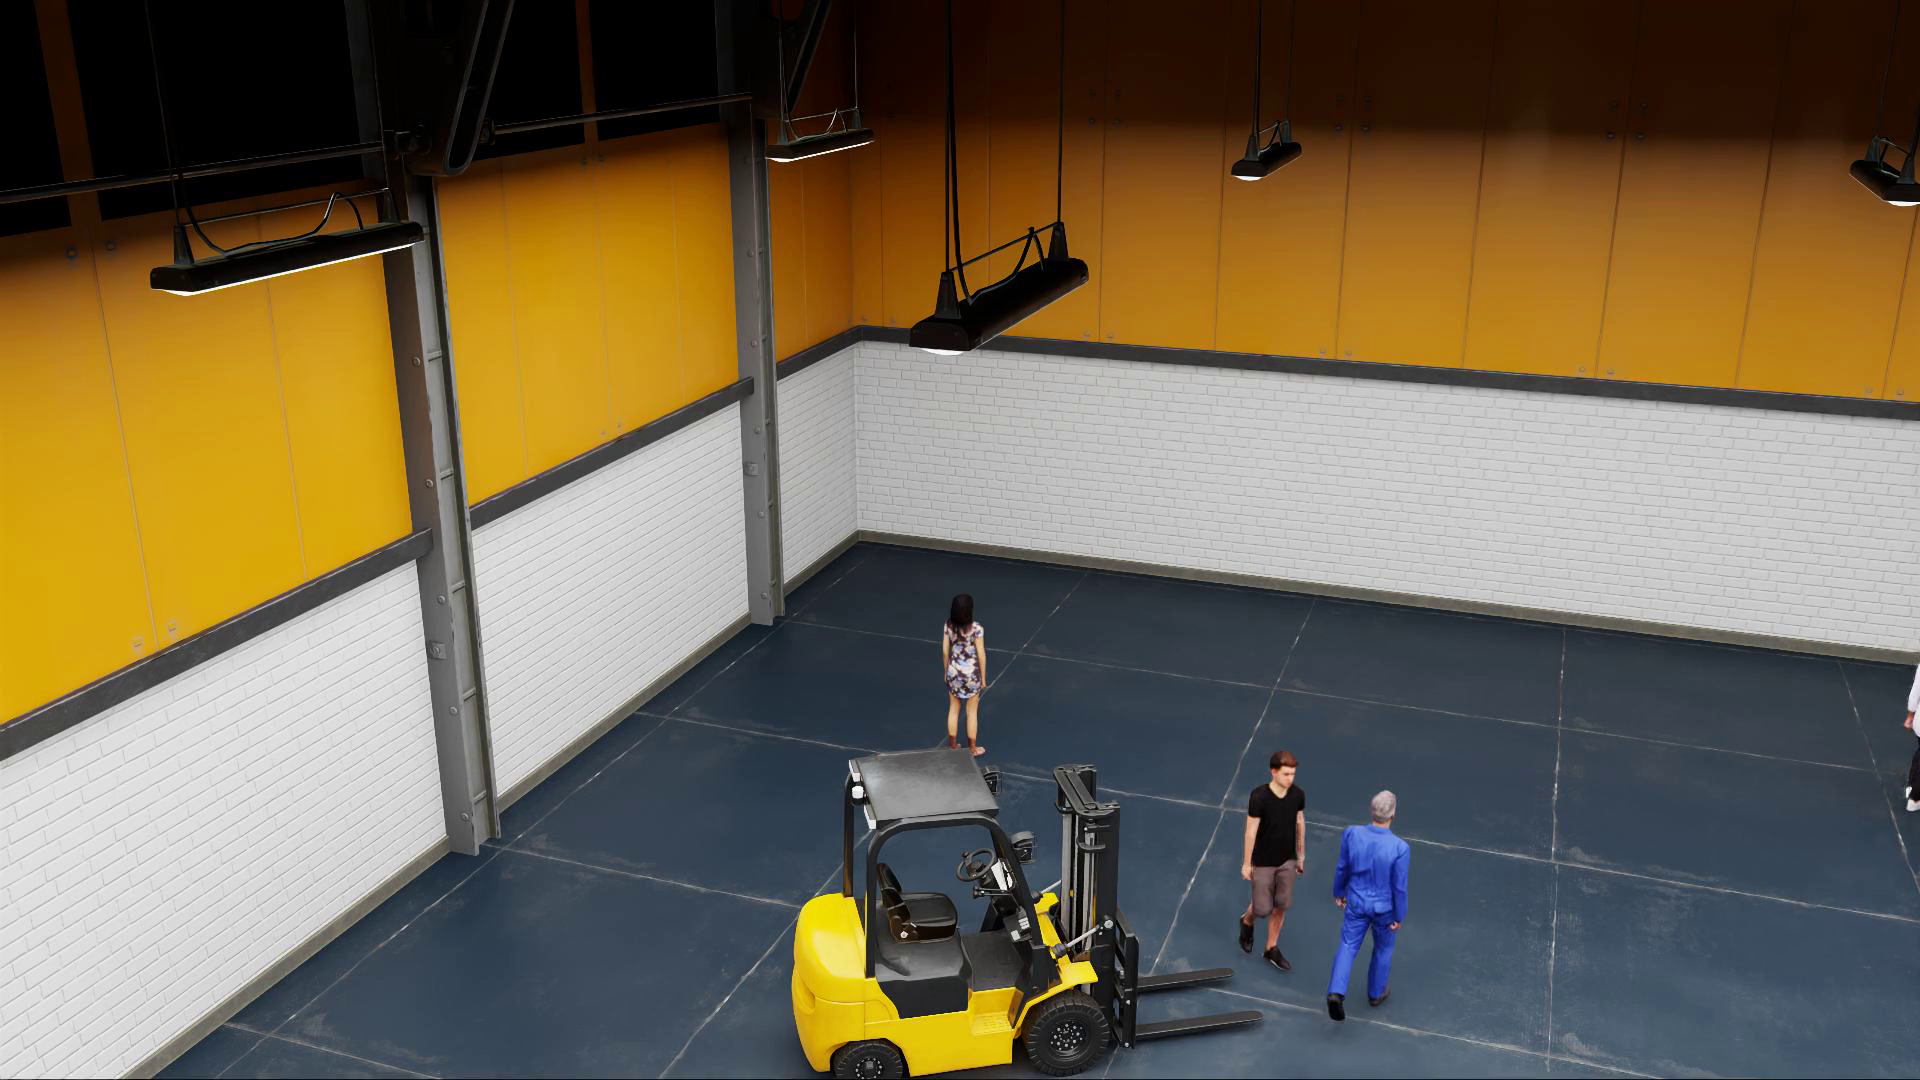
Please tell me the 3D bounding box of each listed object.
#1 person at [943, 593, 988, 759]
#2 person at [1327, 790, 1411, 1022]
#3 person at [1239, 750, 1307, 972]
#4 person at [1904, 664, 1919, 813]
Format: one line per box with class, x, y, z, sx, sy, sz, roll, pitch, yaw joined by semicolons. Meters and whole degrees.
person;0.034;1.357;16.669;0.601;1.732;0.523;8;20;22
person;3.027;2.761;12.395;0.903;1.801;1.147;12;22;32
person;2.432;2.483;13.144;0.907;1.850;0.972;-6;20;-18
person;9.059;1.709;15.527;0.826;1.795;0.772;-10;21;-26
